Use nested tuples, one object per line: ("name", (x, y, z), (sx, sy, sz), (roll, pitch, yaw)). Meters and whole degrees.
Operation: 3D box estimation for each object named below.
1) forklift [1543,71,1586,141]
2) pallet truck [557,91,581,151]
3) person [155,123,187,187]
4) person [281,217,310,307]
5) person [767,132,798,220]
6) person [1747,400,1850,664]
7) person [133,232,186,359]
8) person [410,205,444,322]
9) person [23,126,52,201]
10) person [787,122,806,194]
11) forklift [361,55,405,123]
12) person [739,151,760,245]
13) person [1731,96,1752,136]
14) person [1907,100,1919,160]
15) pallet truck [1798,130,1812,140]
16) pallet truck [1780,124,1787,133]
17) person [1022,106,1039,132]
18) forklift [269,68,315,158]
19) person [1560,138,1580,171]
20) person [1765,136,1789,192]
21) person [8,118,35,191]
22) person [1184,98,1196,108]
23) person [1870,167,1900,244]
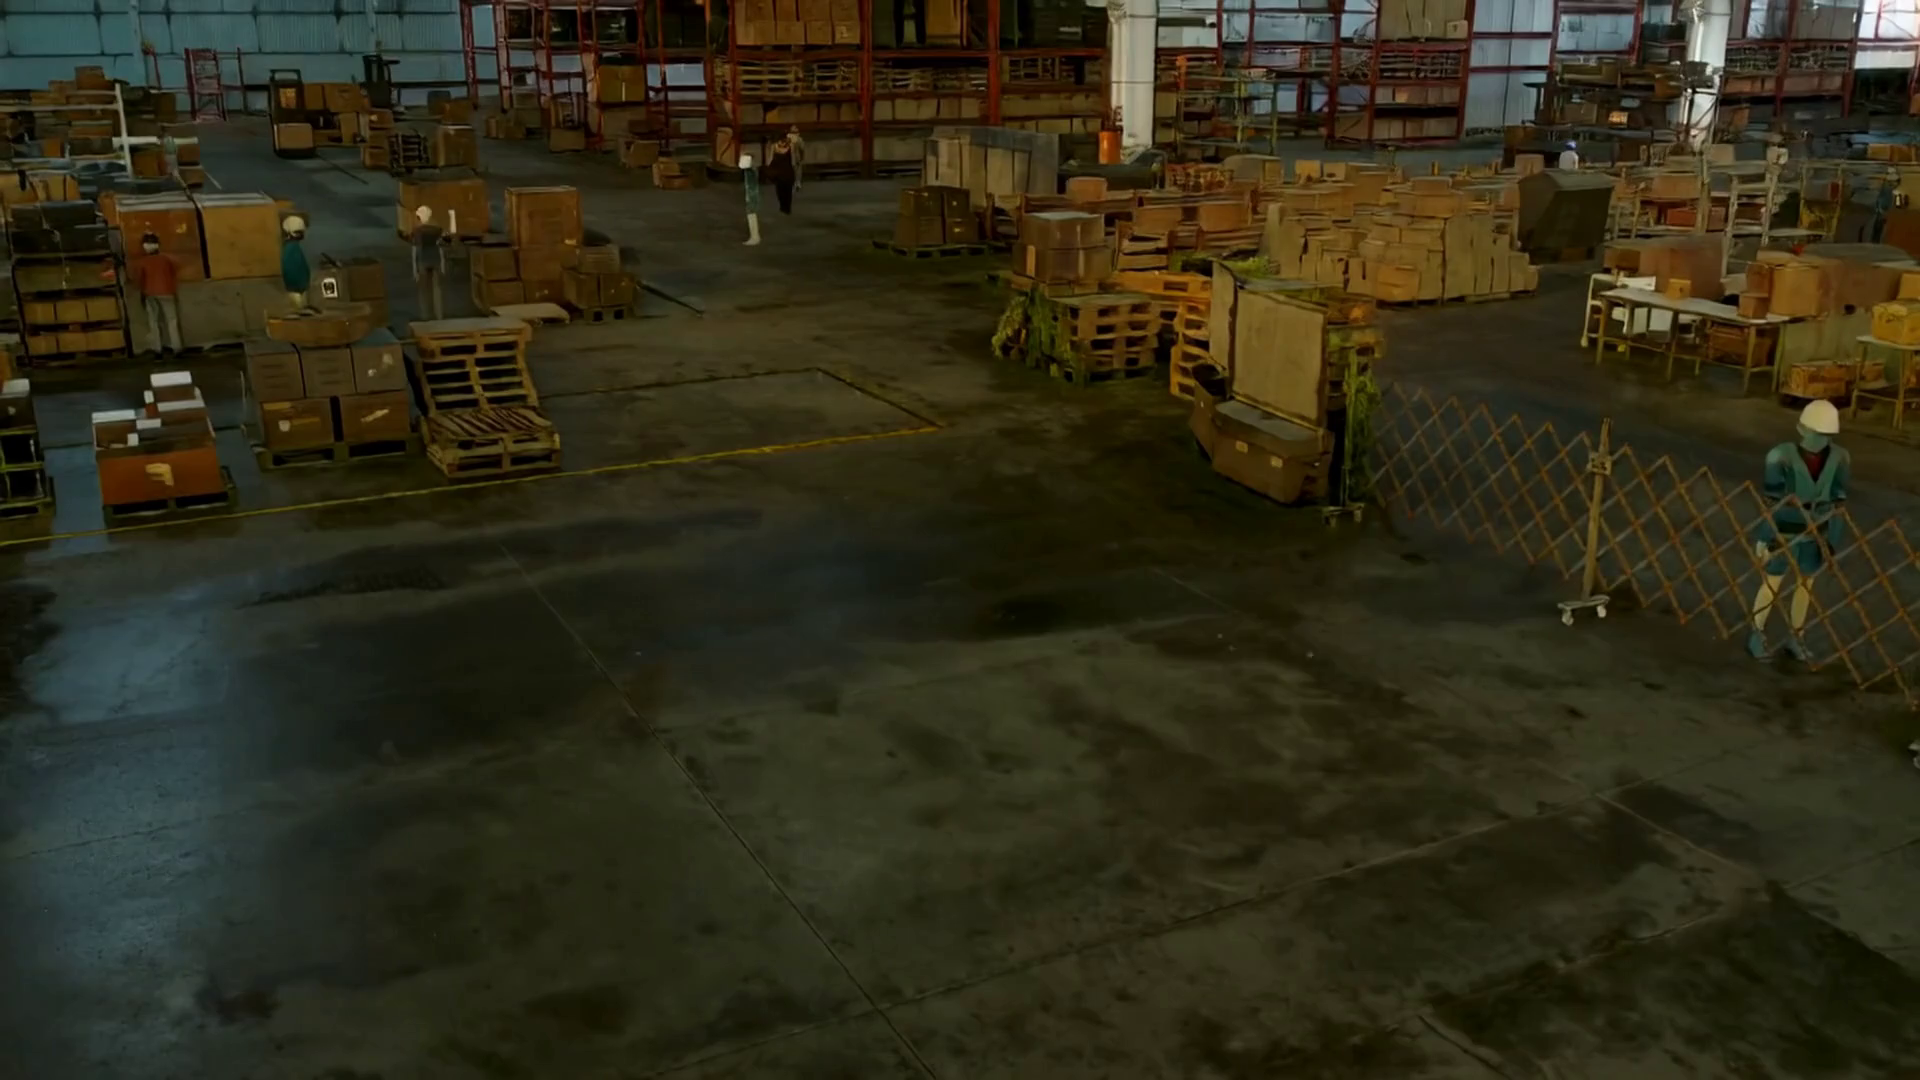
("forklift", (18.685, -13.231, 52.085), (1.873, 2.768, 1.129), (-9, 20, -26))
("pallet truck", (-13.495, -14.412, 57.188), (0.823, 1.965, 1.885), (-3, 18, -9))
("person", (-20.547, -9.835, 43.094), (0.660, 1.872, 0.983), (15, 23, 39))
("person", (-9.208, -3.493, 23.165), (0.393, 1.986, 0.608), (-5, 19, -16))
("person", (-4.129, -8.488, 38.651), (0.699, 2.000, 1.010), (1, 18, 4))
("person", (6.244, -0.053, 12.365), (0.609, 2.034, 0.397), (0, 18, 1))
("person", (-11.223, -3.414, 23.280), (0.526, 1.765, 0.330), (-4, 18, -11))
("person", (-8.262, -4.242, 25.730), (0.552, 1.844, 0.720), (-14, 22, -36))
("person", (-22.792, -9.225, 41.065), (0.361, 1.964, 0.616), (8, 19, 23))
("person", (-4.335, -10.098, 43.952), (0.509, 1.867, 0.328), (9, 20, 26))
("forklift", (-24.634, -18.984, 70.019), (1.873, 2.768, 1.129), (7, 19, 22))
("person", (-4.362, -7.097, 34.513), (0.391, 1.924, 0.548), (2, 18, 6))
("person", (25.821, -13.699, 55.060), (0.377, 1.940, 0.629), (-17, 24, -42))
("person", (30.810, -13.226, 53.603), (0.738, 1.937, 0.679), (6, 19, 17))
("pallet truck", (25.526, -11.556, 49.408), (1.630, 1.274, 0.653), (-9, 20, -26))
("pallet truck", (25.206, -12.542, 52.601), (1.601, 1.201, 0.680), (0, 18, -2))
("person", (2.259, -13.088, 53.546), (0.541, 1.695, 0.316), (6, 19, 18))
("forklift", (-22.016, -14.054, 54.650), (1.129, 2.768, 1.873), (-9, 20, -26))
("person", (14.418, -8.534, 39.162), (0.759, 1.804, 0.627), (-8, 19, -23))
("person", (20.483, -9.279, 41.704), (0.710, 1.678, 0.534), (-16, 24, -40))
("person", (-25.131, -10.306, 44.515), (0.597, 1.917, 0.374), (5, 18, 15))
("person", (8.950, -16.632, 64.724), (0.516, 1.628, 0.319), (13, 22, 34))
("person", (18.218, -6.458, 32.772), (0.326, 1.763, 0.533), (8, 19, 23))
